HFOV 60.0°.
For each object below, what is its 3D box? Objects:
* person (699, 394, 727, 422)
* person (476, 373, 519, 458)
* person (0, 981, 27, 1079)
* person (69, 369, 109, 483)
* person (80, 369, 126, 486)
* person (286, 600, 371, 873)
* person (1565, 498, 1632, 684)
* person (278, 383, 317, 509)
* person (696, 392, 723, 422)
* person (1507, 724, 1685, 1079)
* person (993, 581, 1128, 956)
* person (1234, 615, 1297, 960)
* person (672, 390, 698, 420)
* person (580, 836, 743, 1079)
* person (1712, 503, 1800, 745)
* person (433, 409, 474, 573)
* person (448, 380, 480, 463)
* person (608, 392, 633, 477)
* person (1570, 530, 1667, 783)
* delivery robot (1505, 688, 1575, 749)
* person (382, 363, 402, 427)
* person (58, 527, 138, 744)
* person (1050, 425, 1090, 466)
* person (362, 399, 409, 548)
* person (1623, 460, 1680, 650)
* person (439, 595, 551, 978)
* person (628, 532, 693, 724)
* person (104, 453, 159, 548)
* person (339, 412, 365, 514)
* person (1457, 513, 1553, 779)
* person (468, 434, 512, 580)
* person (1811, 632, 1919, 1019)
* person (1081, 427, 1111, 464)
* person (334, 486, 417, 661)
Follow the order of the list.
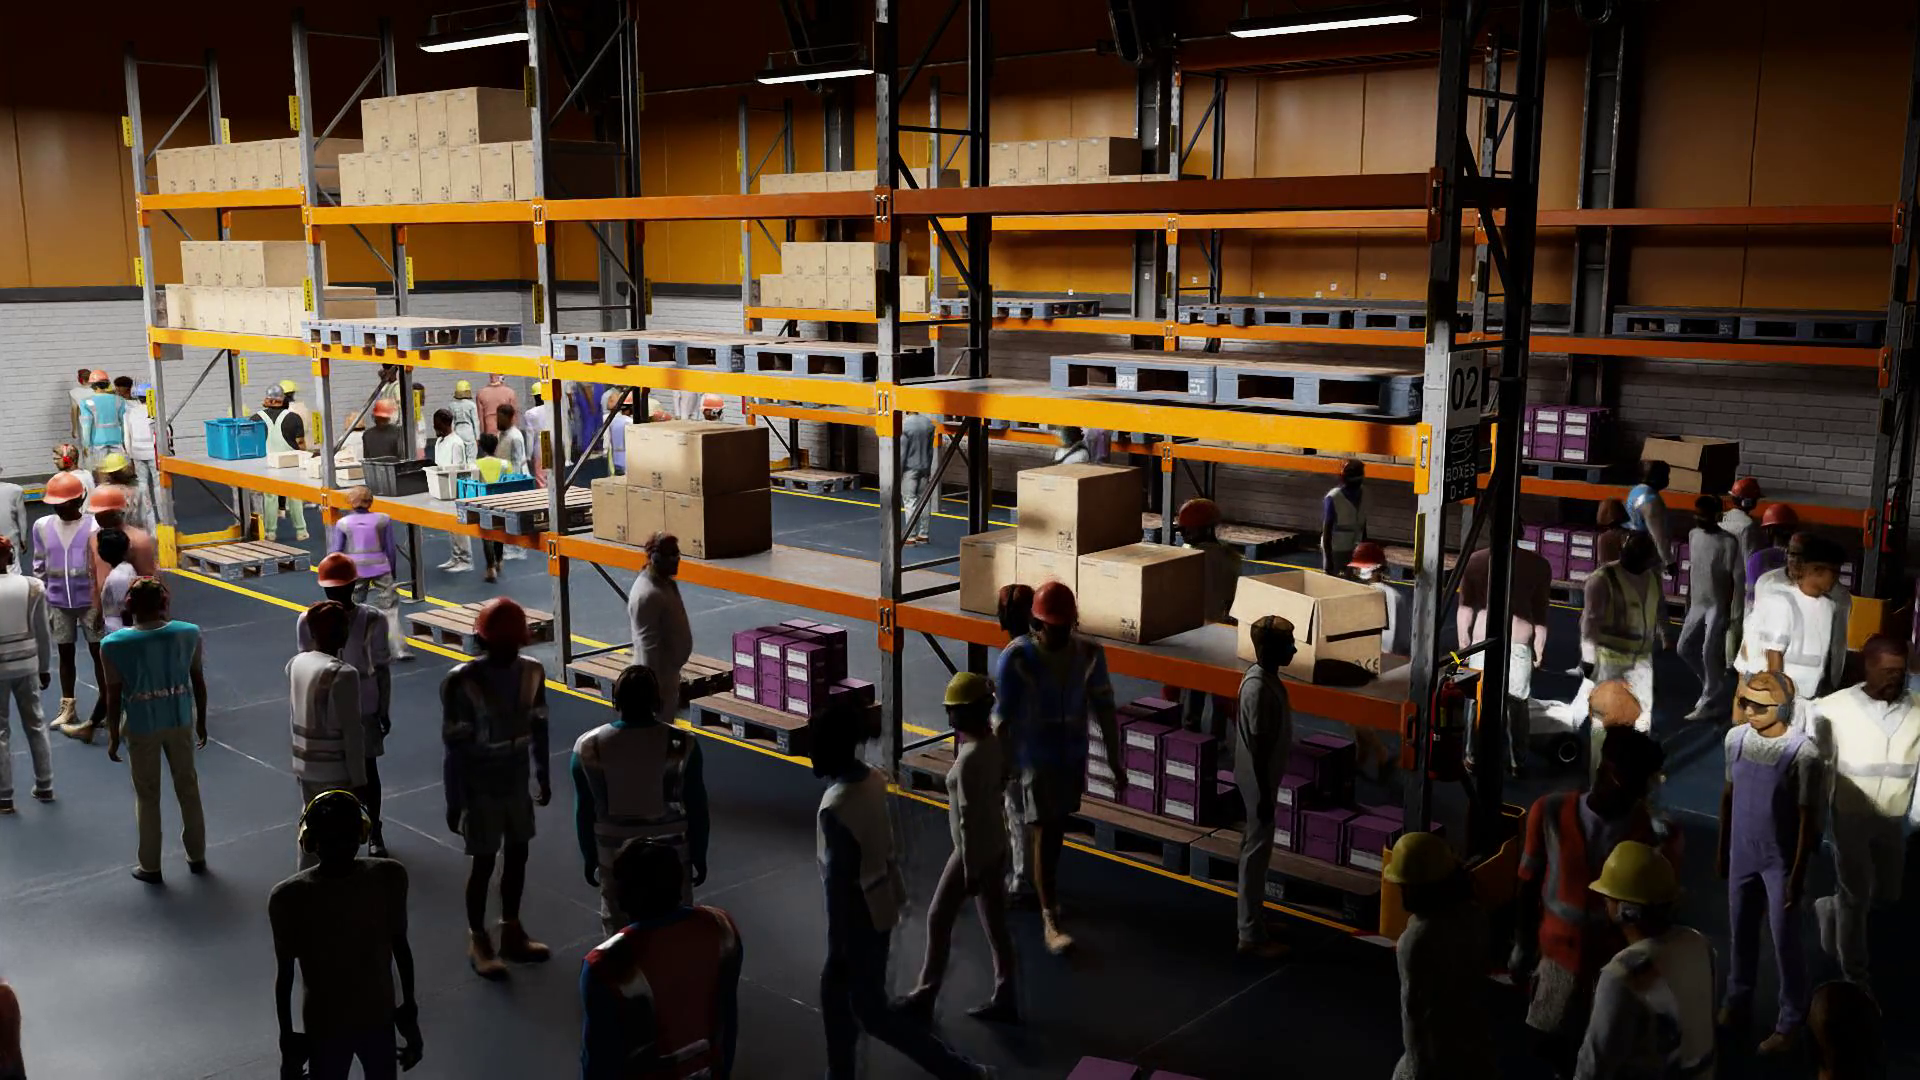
[{"bbox_3d":[-2.968,-0.778,20.218,0.378,1.995,0.612,-2,10,-13],"label":"person"},{"bbox_3d":[-7.103,-1.693,25.666,0.639,1.901,0.406,0,10,1],"label":"person"},{"bbox_3d":[-3.136,1.948,4.969,0.652,1.940,0.686,-5,11,-24],"label":"person"},{"bbox_3d":[-13.788,-1.793,26.380,0.379,1.842,0.570,9,13,41],"label":"person"},{"bbox_3d":[-12.119,-1.393,23.566,0.378,2.041,0.615,9,13,41],"label":"person"},{"bbox_3d":[-3.450,1.254,9.098,0.592,1.873,0.362,8,13,39],"label":"person"},{"bbox_3d":[5.604,0.432,14.466,0.504,1.611,0.647,-6,12,-30],"label":"person"},{"bbox_3d":[-9.585,-1.352,23.887,0.661,1.855,0.669,0,10,0],"label":"person"},{"bbox_3d":[-3.782,-1.598,25.047,0.421,1.932,0.623,-7,12,-36],"label":"person"},{"bbox_3d":[2.548,1.645,6.698,0.635,1.930,0.564,6,12,31],"label":"person"},{"bbox_3d":[0.547,1.208,8.997,0.626,1.994,1.019,-3,11,-19],"label":"person"},{"bbox_3d":[1.633,1.302,8.884,0.339,1.845,0.514,2,10,10],"label":"person"},{"bbox_3d":[-4.634,-2.167,28.227,0.361,1.939,0.635,5,11,27],"label":"person"},{"bbox_3d":[-1.024,1.883,5.609,0.429,1.841,0.633,9,13,41],"label":"person"},{"bbox_3d":[5.969,0.666,12.310,0.570,1.896,0.872,0,10,-3],"label":"person"},{"bbox_3d":[-5.900,-0.576,19.342,0.388,1.908,0.583,-7,12,-36],"label":"person"},{"bbox_3d":[-7.537,-1.564,25.369,0.487,1.746,0.289,2,10,12],"label":"person"},{"bbox_3d":[-4.282,-0.966,21.484,0.549,1.929,0.390,9,14,43],"label":"person"},{"bbox_3d":[4.689,0.790,11.913,0.650,1.808,0.794,-4,11,-20],"label":"person"},{"bbox_3d":[4.112,1.319,12.167,0.707,0.478,0.477,-2,10,-10],"label":"delivery robot"},{"bbox_3d":[-9.054,-1.900,26.643,0.361,1.965,0.613,-6,12,-32],"label":"person"},{"bbox_3d":[-6.436,0.725,12.683,0.834,1.646,0.541,-3,10,-15],"label":"person"},{"bbox_3d":[1.151,-0.406,17.987,0.534,2.000,0.768,-1,10,-4],"label":"person"},{"bbox_3d":[-7.023,-0.779,20.435,0.606,1.945,0.987,1,10,3],"label":"person"},{"bbox_3d":[6.465,0.171,15.392,0.846,1.810,0.633,2,10,13],"label":"person"},{"bbox_3d":[-2.363,1.265,8.597,0.449,2.023,0.644,8,13,37],"label":"person"},{"bbox_3d":[-1.975,0.885,11.072,0.401,1.905,0.648,0,10,-2],"label":"person"},{"bbox_3d":[-8.338,-0.019,16.723,0.535,1.714,0.466,7,12,33],"label":"person"},{"bbox_3d":[-7.834,-0.855,21.674,0.285,1.633,0.500,8,13,40],"label":"person"},{"bbox_3d":[3.868,0.736,11.863,0.628,1.929,0.381,3,10,16],"label":"person"},{"bbox_3d":[-5.370,-0.388,18.997,0.535,1.646,0.873,-4,11,-21],"label":"person"},{"bbox_3d":[4.546,1.365,8.382,0.604,1.898,0.751,0,10,-1],"label":"person"},{"bbox_3d":[1.611,-0.791,20.471,0.428,1.939,0.628,8,13,37],"label":"person"},{"bbox_3d":[-5.296,0.329,15.017,0.711,1.621,0.467,-2,10,-11],"label":"person"}]
